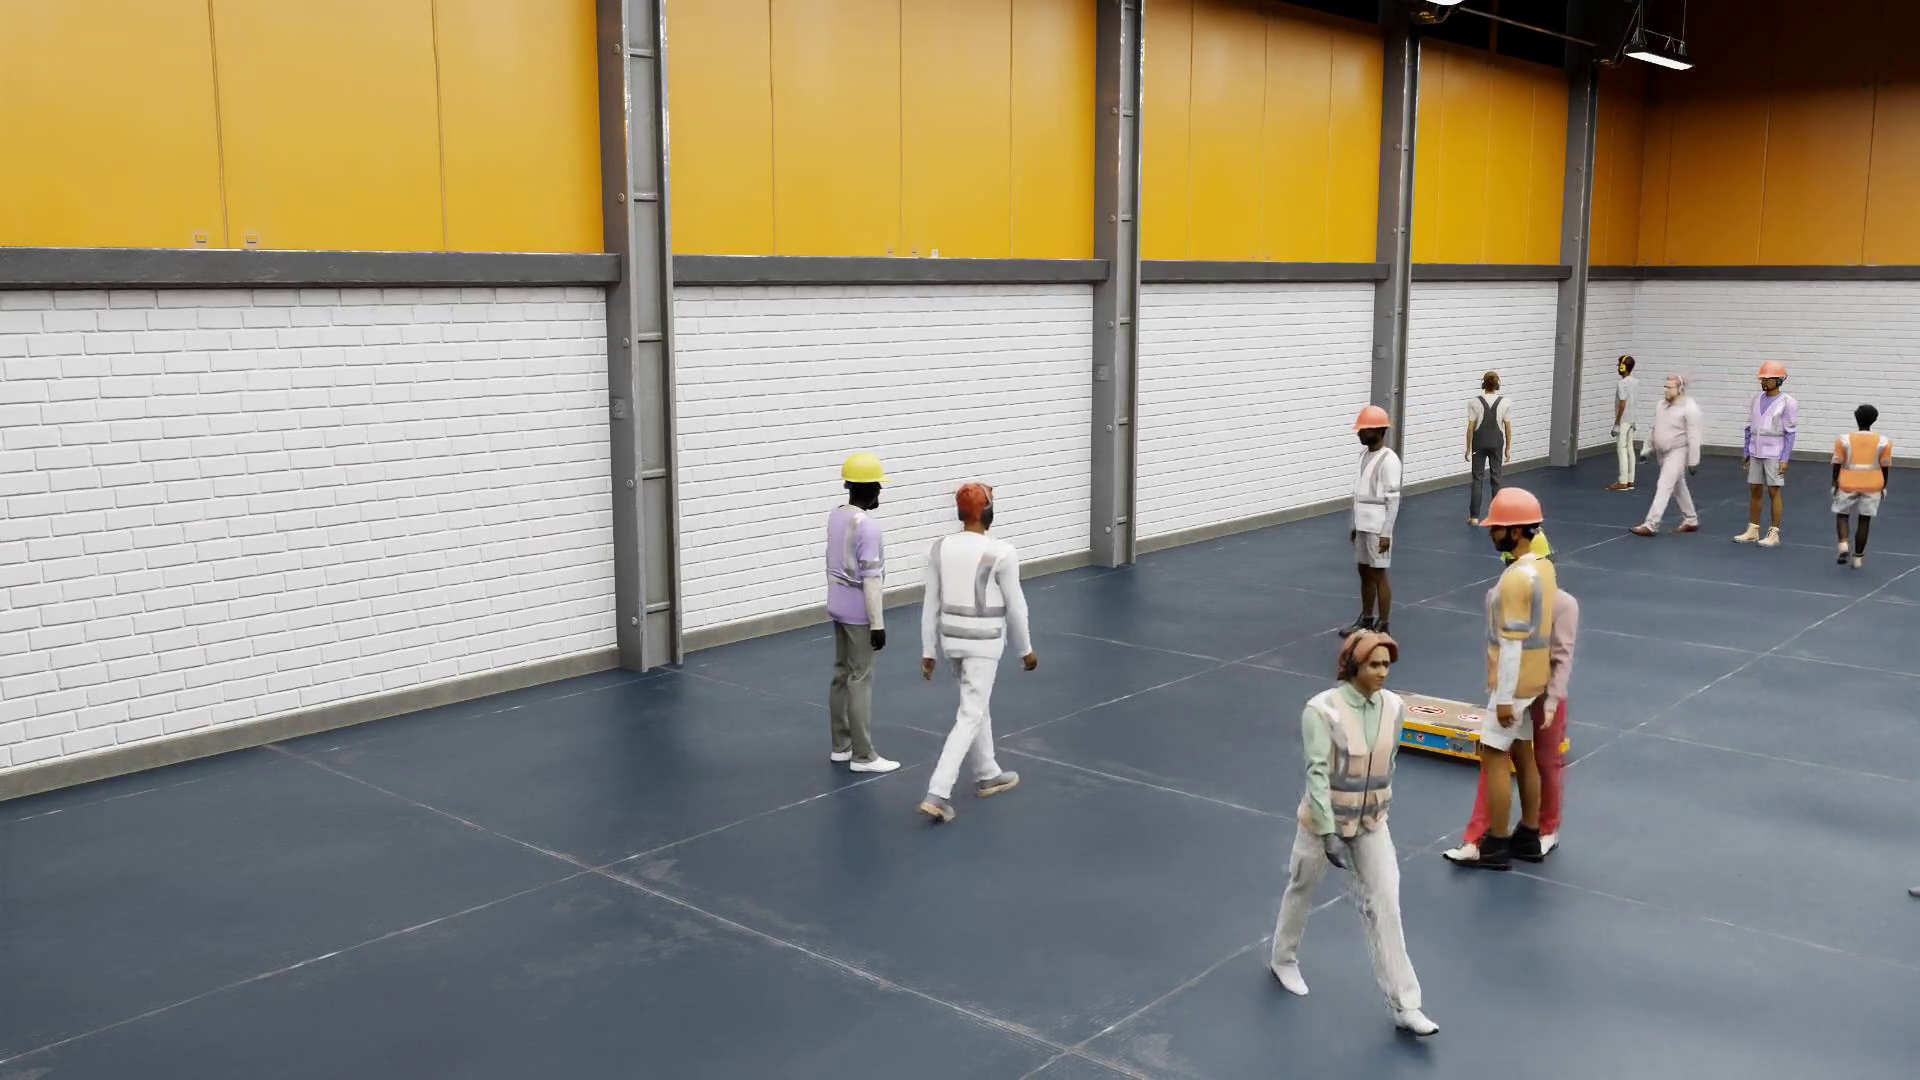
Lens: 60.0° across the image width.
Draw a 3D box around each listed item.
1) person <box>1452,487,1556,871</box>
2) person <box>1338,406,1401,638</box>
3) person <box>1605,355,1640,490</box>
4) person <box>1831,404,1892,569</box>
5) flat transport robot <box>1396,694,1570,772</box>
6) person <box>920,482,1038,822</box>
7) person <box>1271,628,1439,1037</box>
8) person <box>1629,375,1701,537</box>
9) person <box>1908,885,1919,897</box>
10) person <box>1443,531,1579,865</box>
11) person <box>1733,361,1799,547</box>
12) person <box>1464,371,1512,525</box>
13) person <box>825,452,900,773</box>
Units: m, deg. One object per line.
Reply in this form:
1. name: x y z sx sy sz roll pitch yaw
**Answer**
1. person: 2.761 0.695 8.338 0.396 1.928 0.556 6 11 34
2. person: 3.304 -0.116 13.409 0.369 1.935 0.551 -2 9 -14
3. person: 9.214 -1.623 23.085 0.514 1.871 0.327 -8 12 -40
4. person: 9.095 -0.532 16.806 0.540 1.681 0.396 4 10 25
5. flat transport robot: 3.022 1.178 10.503 1.431 0.197 0.652 8 12 40
6. person: 0.043 0.605 9.210 0.576 1.846 0.953 8 12 40
7. person: 1.555 1.138 6.638 0.513 1.588 0.889 -4 10 -21
8. person: 8.130 -0.966 19.030 1.014 1.853 0.657 -2 9 -10
9. person: 4.799 0.831 7.748 0.392 1.844 0.580 -1 9 -8
10. person: 2.804 0.795 8.334 0.792 1.733 0.530 -9 13 -44
11. person: 8.871 -0.949 18.298 0.365 2.047 0.608 -4 10 -24
12. person: 6.274 -1.084 19.775 0.520 1.844 0.331 2 9 11
13. person: -0.606 0.430 10.010 0.383 1.928 0.588 -5 10 -26
